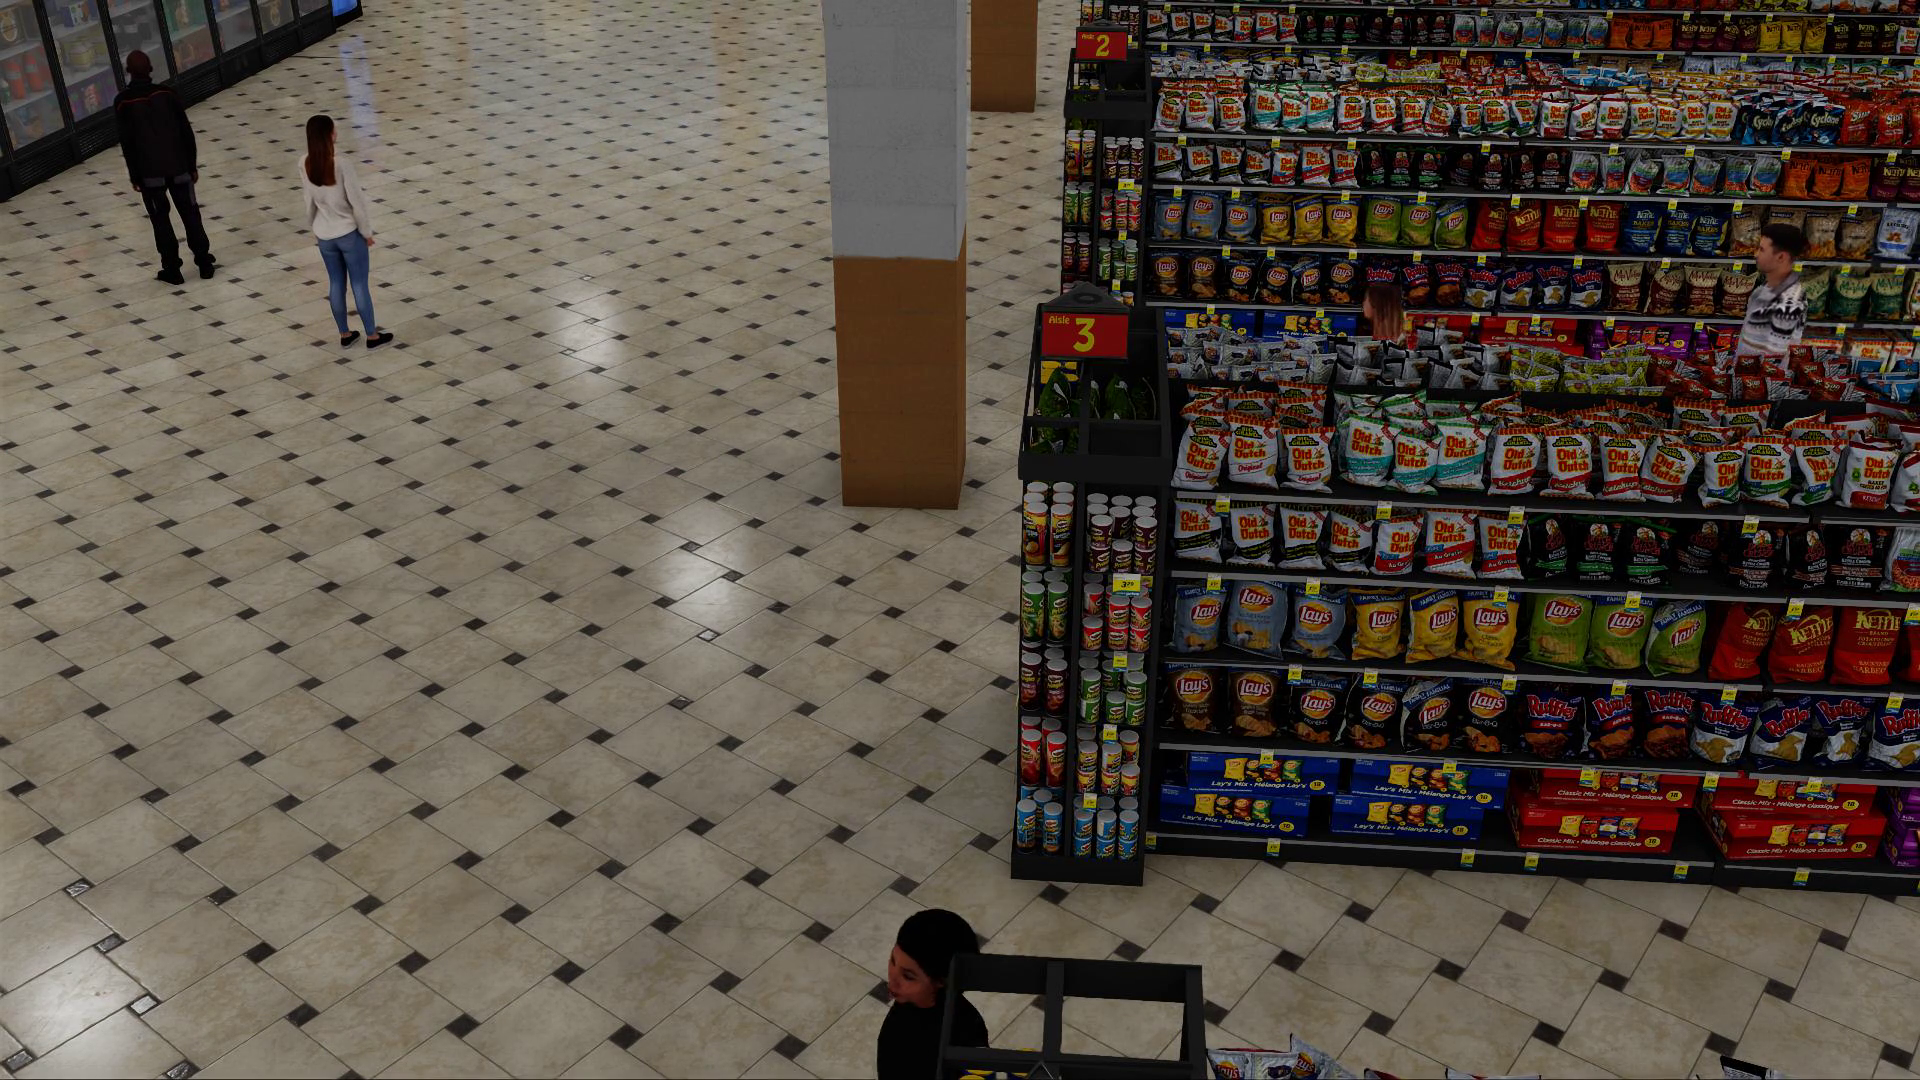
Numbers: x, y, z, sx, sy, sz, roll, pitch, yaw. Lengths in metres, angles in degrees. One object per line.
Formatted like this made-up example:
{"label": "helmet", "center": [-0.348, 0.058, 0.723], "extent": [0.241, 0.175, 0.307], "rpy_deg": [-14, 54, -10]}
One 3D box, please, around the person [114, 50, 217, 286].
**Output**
{"label": "person", "center": [-6.255, -2.922, 13.052], "extent": [0.774, 1.825, 0.853], "rpy_deg": [-19, 34, -31]}

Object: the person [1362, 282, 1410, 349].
{"label": "person", "center": [2.347, -0.612, 9.107], "extent": [1.006, 1.551, 1.097], "rpy_deg": [-24, 37, -37]}

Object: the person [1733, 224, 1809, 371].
{"label": "person", "center": [4.497, -0.817, 9.183], "extent": [0.784, 1.838, 0.783], "rpy_deg": [9, 30, 16]}

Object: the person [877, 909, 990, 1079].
{"label": "person", "center": [0.038, 1.700, 4.744], "extent": [1.052, 1.674, 0.904], "rpy_deg": [-13, 31, -22]}

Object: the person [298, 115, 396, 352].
{"label": "person", "center": [-4.399, -2.174, 11.821], "extent": [0.554, 1.691, 0.719], "rpy_deg": [8, 30, 15]}
